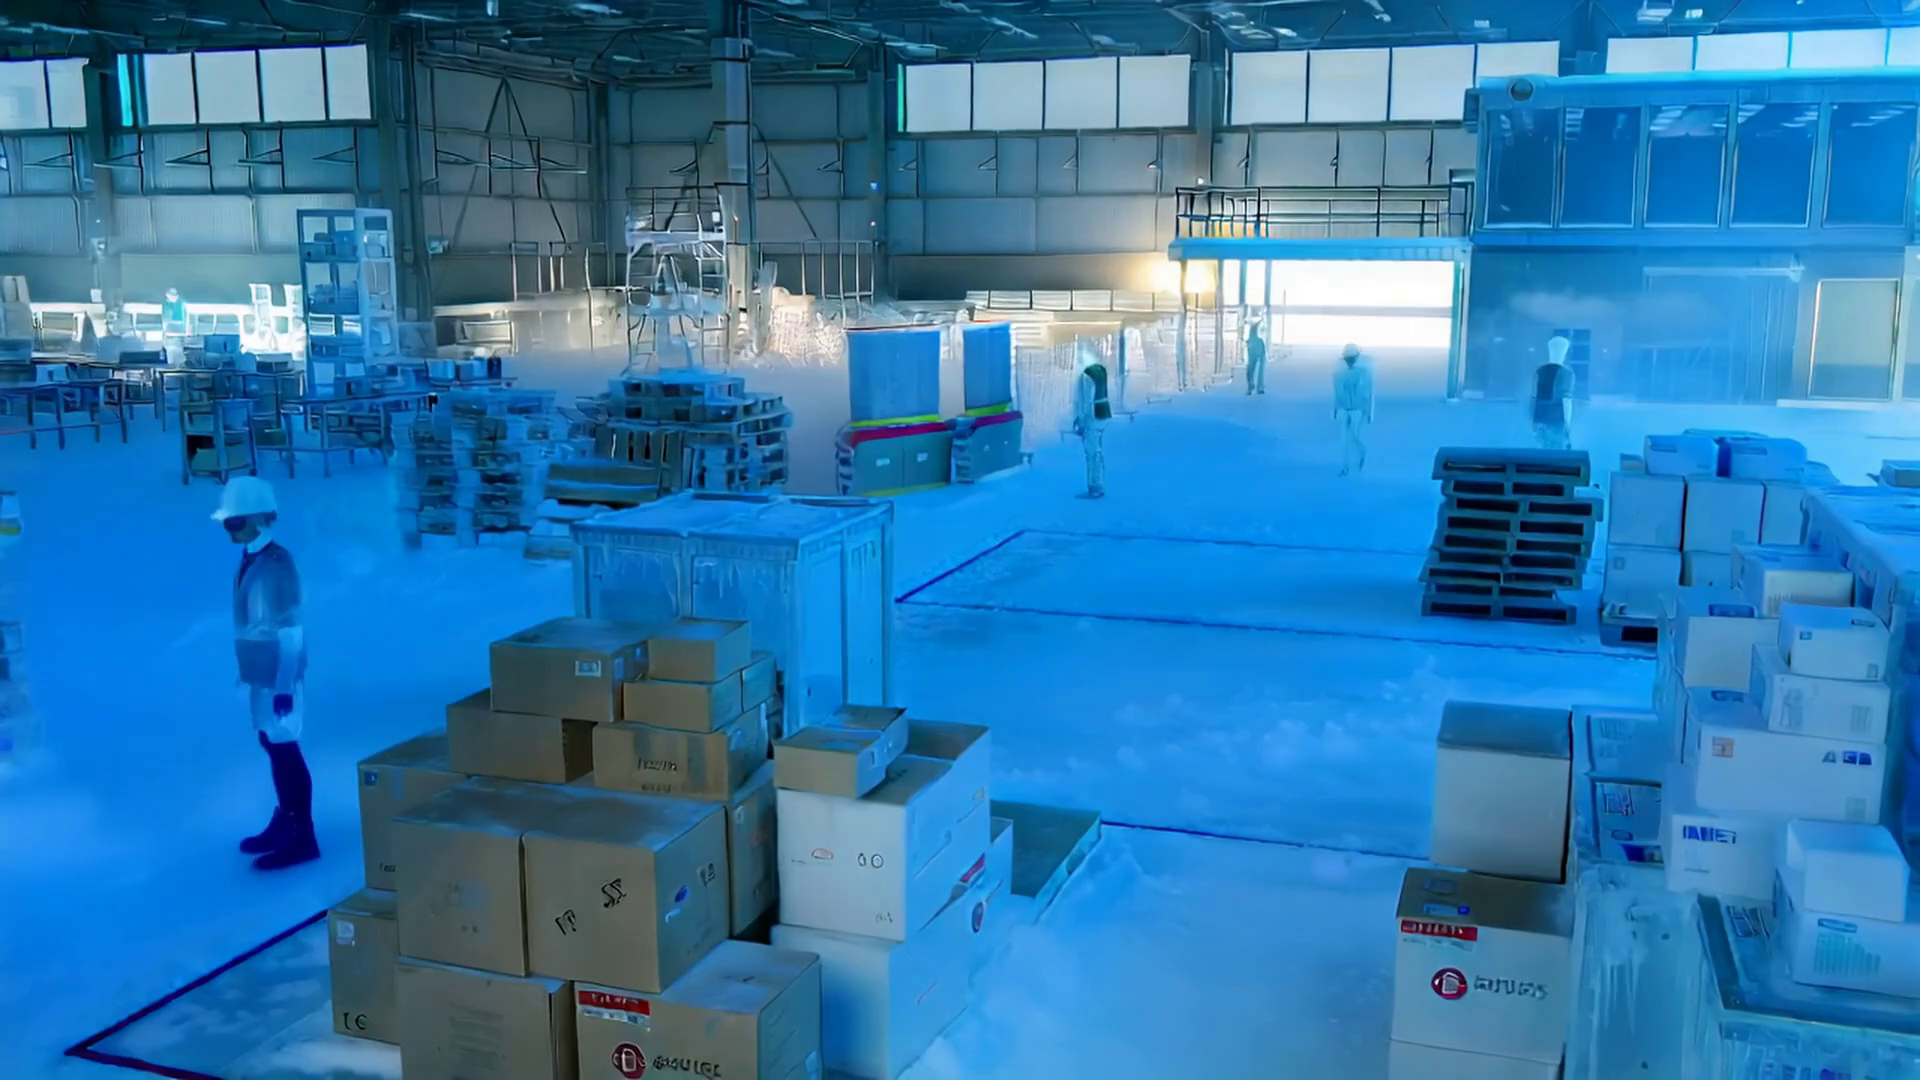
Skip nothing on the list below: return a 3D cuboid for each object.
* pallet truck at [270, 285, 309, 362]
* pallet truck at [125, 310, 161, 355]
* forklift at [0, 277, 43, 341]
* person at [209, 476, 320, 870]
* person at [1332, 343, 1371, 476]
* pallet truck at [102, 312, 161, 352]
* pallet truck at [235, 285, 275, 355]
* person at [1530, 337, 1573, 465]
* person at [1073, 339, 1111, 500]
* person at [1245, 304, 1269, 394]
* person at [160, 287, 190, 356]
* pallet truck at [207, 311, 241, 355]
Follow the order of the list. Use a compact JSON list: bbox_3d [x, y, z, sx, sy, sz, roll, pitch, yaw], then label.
[{"bbox_3d":[-17.147,-5.700,43.663,0.823,1.965,1.885,3,11,17],"label":"pallet truck"},{"bbox_3d":[-22.038,-5.665,45.457,0.704,1.261,1.522,3,11,17],"label":"pallet truck"},{"bbox_3d":[-27.151,-6.329,46.328,1.157,1.987,2.680,3,11,17],"label":"forklift"},{"bbox_3d":[-3.401,0.643,8.117,0.378,1.932,0.551,-7,13,-36],"label":"person"},{"bbox_3d":[5.178,-1.727,21.952,0.546,1.752,0.440,7,13,36],"label":"person"},{"bbox_3d":[-23.057,-5.777,46.261,0.680,1.201,1.601,3,11,19],"label":"pallet truck"},{"bbox_3d":[-18.327,-5.835,44.421,0.823,1.965,1.885,4,11,23],"label":"pallet truck"},{"bbox_3d":[7.043,-1.447,19.830,0.455,1.950,0.626,-5,11,-26],"label":"person"},{"bbox_3d":[1.593,-1.439,19.883,0.385,1.921,0.596,4,11,23],"label":"person"},{"bbox_3d":[6.060,-3.889,33.894,0.514,1.842,0.328,8,13,38],"label":"person"},{"bbox_3d":[-18.456,-4.915,39.110,0.615,2.041,0.385,-8,13,-39],"label":"person"},{"bbox_3d":[-19.537,-5.575,44.913,0.653,1.274,1.630,3,11,19],"label":"pallet truck"}]
